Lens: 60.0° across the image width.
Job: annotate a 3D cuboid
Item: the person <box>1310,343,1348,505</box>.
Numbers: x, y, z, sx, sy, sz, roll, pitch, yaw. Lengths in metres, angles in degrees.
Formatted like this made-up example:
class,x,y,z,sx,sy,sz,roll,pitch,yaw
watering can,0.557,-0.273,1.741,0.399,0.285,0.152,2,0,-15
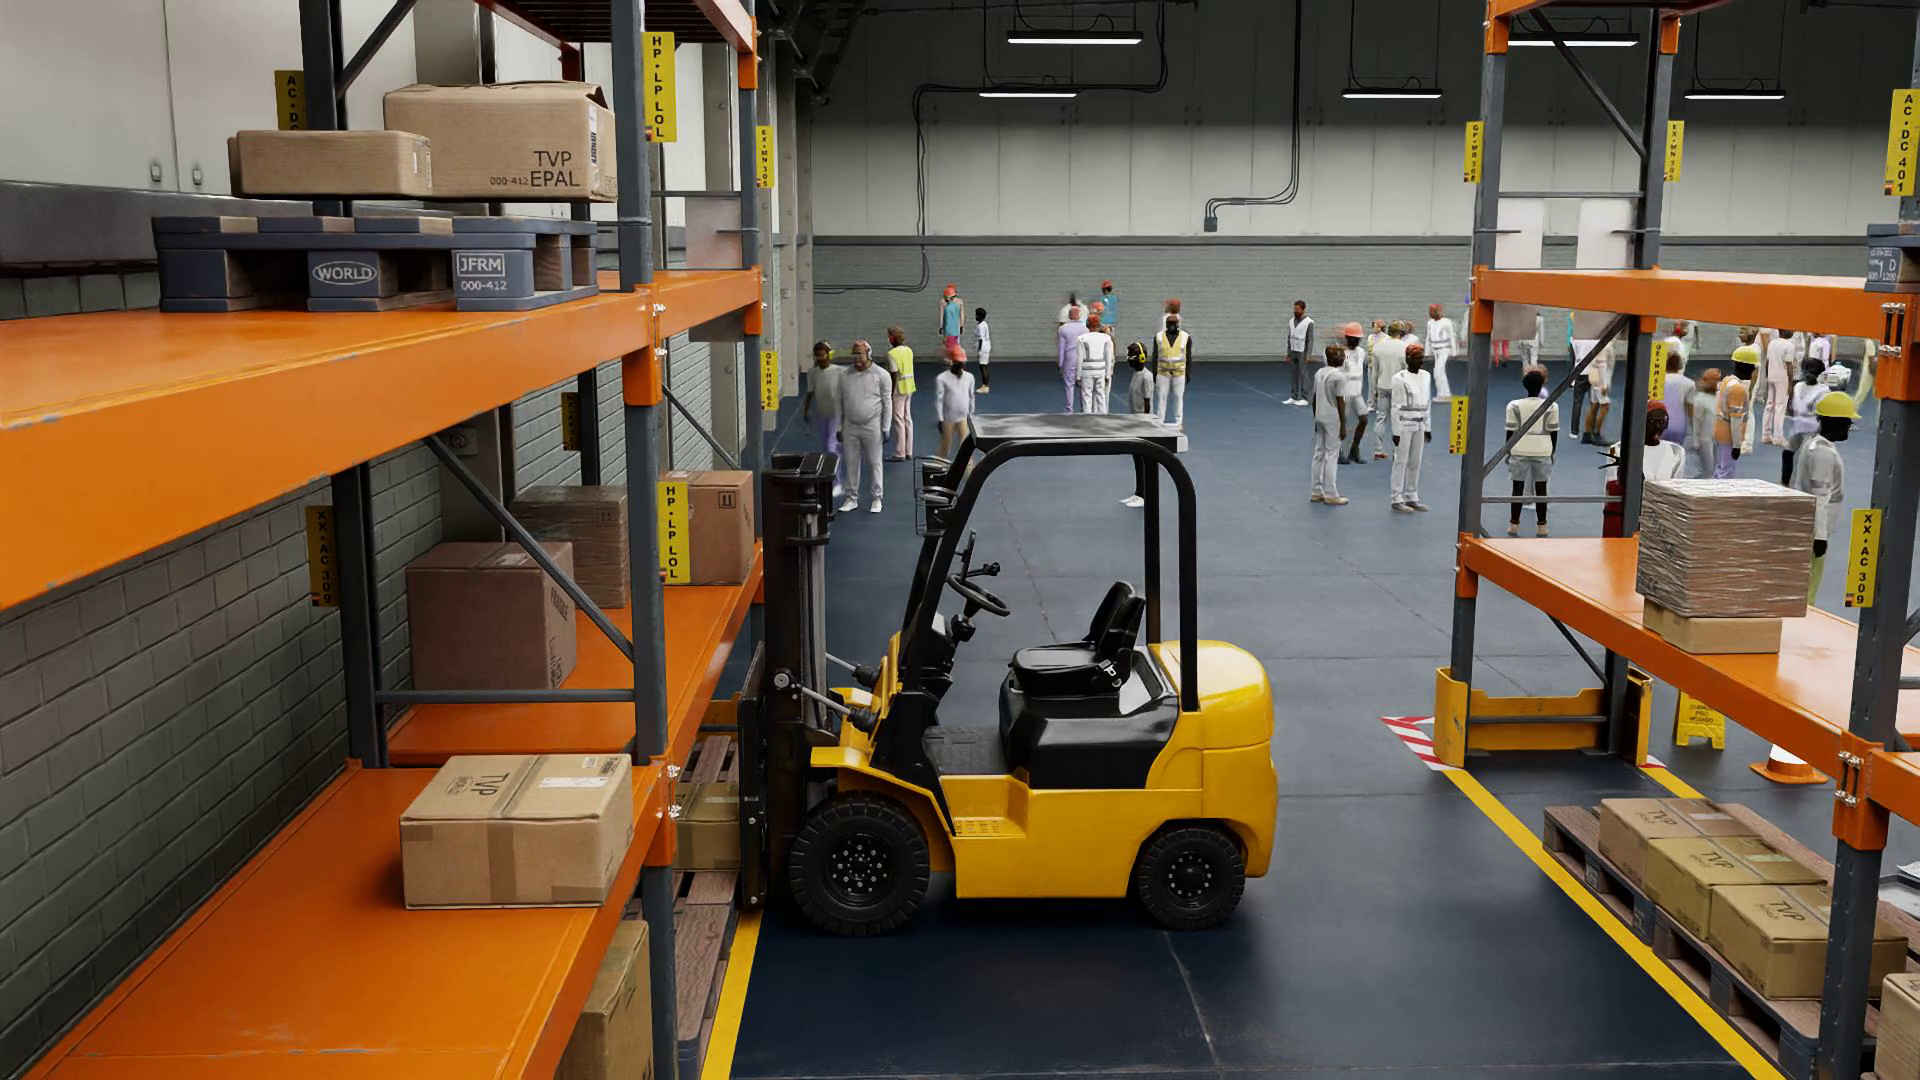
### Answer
class,x,y,z,sx,sy,sz,roll,pitch,yaw
person,4.222,-1.322,18.972,0.327,1.843,0.516,-5,11,-24

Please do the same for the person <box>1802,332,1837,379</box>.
class,x,y,z,sx,sy,sz,roll,pitch,yaw
person,18.715,-4.458,36.289,1.012,1.899,0.655,-3,10,-14

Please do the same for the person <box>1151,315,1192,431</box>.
class,x,y,z,sx,sy,sz,roll,pitch,yaw
person,3.347,-2.646,26.357,0.634,1.841,0.429,2,10,10

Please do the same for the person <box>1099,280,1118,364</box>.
class,x,y,z,sx,sy,sz,roll,pitch,yaw
person,3.573,-5.305,40.608,0.392,2.041,0.615,10,14,43

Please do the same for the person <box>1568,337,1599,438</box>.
class,x,y,z,sx,sy,sz,roll,pitch,yaw
person,9.563,-2.480,25.309,0.592,1.887,0.378,4,11,22

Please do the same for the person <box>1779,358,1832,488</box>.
class,x,y,z,sx,sy,sz,roll,pitch,yaw
person,9.723,-1.264,19.107,0.354,1.671,0.618,-3,11,-18

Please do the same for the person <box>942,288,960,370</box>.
class,x,y,z,sx,sy,sz,roll,pitch,yaw
person,-0.209,-4.453,35.995,0.378,1.995,0.609,4,11,21

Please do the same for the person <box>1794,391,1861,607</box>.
class,x,y,z,sx,sy,sz,roll,pitch,yaw
person,6.194,-0.108,11.981,0.388,1.926,0.590,4,11,22

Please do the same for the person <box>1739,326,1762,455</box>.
class,x,y,z,sx,sy,sz,roll,pitch,yaw
person,11.068,-2.124,23.433,0.336,1.845,0.513,2,10,10

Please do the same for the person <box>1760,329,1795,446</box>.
class,x,y,z,sx,sy,sz,roll,pitch,yaw
person,12.051,-2.304,24.439,0.329,1.844,0.515,-2,10,-12

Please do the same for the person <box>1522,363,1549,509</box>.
class,x,y,z,sx,sy,sz,roll,pitch,yaw
person,6.472,-1.161,18.659,0.312,1.636,0.524,3,11,18

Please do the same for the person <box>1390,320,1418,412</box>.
class,x,y,z,sx,sy,sz,roll,pitch,yaw
person,7.753,-3.047,29.183,0.582,1.626,0.360,8,13,37

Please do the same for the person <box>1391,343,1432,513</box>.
class,x,y,z,sx,sy,sz,roll,pitch,yaw
person,4.984,-1.232,18.399,0.575,1.878,0.343,-7,12,-33

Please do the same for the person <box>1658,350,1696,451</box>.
class,x,y,z,sx,sy,sz,roll,pitch,yaw
person,7.841,-1.189,18.379,0.560,1.805,0.882,4,11,20

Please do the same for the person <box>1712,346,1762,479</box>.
class,x,y,z,sx,sy,sz,roll,pitch,yaw
person,8.101,-1.074,17.410,0.408,1.914,0.590,3,11,15

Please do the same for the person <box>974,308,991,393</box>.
class,x,y,z,sx,sy,sz,roll,pitch,yaw
person,0.444,-3.752,32.948,0.323,1.687,0.543,1,10,8

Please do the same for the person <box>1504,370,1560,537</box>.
class,x,y,z,sx,sy,sz,roll,pitch,yaw
person,5.795,-0.873,16.888,0.530,1.693,0.321,3,11,18

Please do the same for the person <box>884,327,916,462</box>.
class,x,y,z,sx,sy,sz,roll,pitch,yaw
person,-0.815,-1.975,22.621,0.396,1.839,0.564,5,11,27

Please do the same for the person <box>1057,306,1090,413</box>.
class,x,y,z,sx,sy,sz,roll,pitch,yaw
person,1.939,-3.009,28.219,0.643,1.901,0.400,-3,10,-14

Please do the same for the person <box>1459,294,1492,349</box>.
class,x,y,z,sx,sy,sz,roll,pitch,yaw
person,10.838,-4.211,34.930,0.632,1.890,0.659,-5,11,-26

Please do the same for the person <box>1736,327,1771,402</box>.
class,x,y,z,sx,sy,sz,roll,pitch,yaw
person,14.762,-3.566,30.926,0.658,2.000,0.818,2,10,12

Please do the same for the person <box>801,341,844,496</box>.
class,x,y,z,sx,sy,sz,roll,pitch,yaw
person,-1.582,-1.388,19.366,0.559,1.828,0.817,4,11,20

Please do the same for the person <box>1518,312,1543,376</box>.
class,x,y,z,sx,sy,sz,roll,pitch,yaw
person,12.217,-4.246,35.616,0.496,1.723,0.748,3,11,18

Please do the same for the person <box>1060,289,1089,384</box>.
class,x,y,z,sx,sy,sz,roll,pitch,yaw
person,2.455,-4.242,34.691,0.708,2.000,0.922,-5,11,-24

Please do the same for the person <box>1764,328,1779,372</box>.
class,x,y,z,sx,sy,sz,roll,pitch,yaw
person,18.661,-4.690,38.019,0.492,1.741,0.319,-4,11,-20

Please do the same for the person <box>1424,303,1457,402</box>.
class,x,y,z,sx,sy,sz,roll,pitch,yaw
person,8.929,-3.478,30.950,0.636,1.850,0.596,-4,11,-20

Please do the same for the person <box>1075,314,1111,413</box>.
class,x,y,z,sx,sy,sz,roll,pitch,yaw
person,2.044,-2.527,25.576,0.578,1.883,0.353,-3,11,-18

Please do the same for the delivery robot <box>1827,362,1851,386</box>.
class,x,y,z,sx,sy,sz,roll,pitch,yaw
delivery robot,17.736,-3.355,33.627,0.477,0.478,0.707,9,14,42

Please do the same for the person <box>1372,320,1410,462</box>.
class,x,y,z,sx,sy,sz,roll,pitch,yaw
person,5.898,-2.030,22.679,0.628,1.933,0.368,9,14,41

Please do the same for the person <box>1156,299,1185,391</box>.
class,x,y,z,sx,sy,sz,roll,pitch,yaw
person,4.214,-3.883,33.192,0.706,1.851,0.598,10,14,43

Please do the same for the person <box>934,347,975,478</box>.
class,x,y,z,sx,sy,sz,roll,pitch,yaw
person,-0.032,-1.504,20.358,0.587,1.699,0.883,-5,11,-26

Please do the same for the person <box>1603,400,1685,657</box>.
class,x,y,z,sx,sy,sz,roll,pitch,yaw
person,4.855,-0.059,11.833,0.575,1.882,0.355,-1,10,-5

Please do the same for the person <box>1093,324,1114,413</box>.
class,x,y,z,sx,sy,sz,roll,pitch,yaw
person,2.363,-2.726,27.365,0.306,1.640,0.523,8,13,37

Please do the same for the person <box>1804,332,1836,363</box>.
class,x,y,z,sx,sy,sz,roll,pitch,yaw
person,16.082,-3.481,31.109,0.523,1.804,0.849,5,12,28

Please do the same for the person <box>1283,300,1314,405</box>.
class,x,y,z,sx,sy,sz,roll,pitch,yaw
person,6.237,-3.435,30.542,0.378,1.916,0.597,-6,12,-31

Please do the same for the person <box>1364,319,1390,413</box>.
class,x,y,z,sx,sy,sz,roll,pitch,yaw
person,7.297,-3.034,29.090,0.307,1.638,0.512,-8,13,-39

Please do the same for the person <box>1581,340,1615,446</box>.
class,x,y,z,sx,sy,sz,roll,pitch,yaw
person,9.391,-2.317,24.388,0.464,1.889,0.597,4,11,23

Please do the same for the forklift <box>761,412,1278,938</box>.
class,x,y,z,sx,sy,sz,roll,pitch,yaw
forklift,0.291,0.548,7.580,2.313,2.155,1.214,0,10,-2

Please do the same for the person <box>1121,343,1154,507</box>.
class,x,y,z,sx,sy,sz,roll,pitch,yaw
person,2.018,-1.301,18.820,0.335,1.860,0.508,-2,10,-10

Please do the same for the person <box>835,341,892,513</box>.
class,x,y,z,sx,sy,sz,roll,pitch,yaw
person,-1.080,-1.244,18.364,0.655,1.906,0.407,3,11,16

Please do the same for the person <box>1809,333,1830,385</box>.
class,x,y,z,sx,sy,sz,roll,pitch,yaw
person,14.260,-2.764,27.648,0.523,1.614,0.362,-8,13,-38

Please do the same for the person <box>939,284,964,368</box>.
class,x,y,z,sx,sy,sz,roll,pitch,yaw
person,-0.208,-5.087,39.524,0.614,1.994,0.381,-3,11,-16

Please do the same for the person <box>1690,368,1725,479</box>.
class,x,y,z,sx,sy,sz,roll,pitch,yaw
person,8.220,-1.098,18.363,0.512,1.617,0.513,-7,12,-33

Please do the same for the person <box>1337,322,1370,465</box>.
class,x,y,z,sx,sy,sz,roll,pitch,yaw
person,5.257,-1.945,22.229,0.580,1.914,0.620,-6,12,-32

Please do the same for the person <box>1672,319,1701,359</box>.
class,x,y,z,sx,sy,sz,roll,pitch,yaw
person,14.968,-4.046,34.200,0.516,1.836,0.767,-2,10,-11
